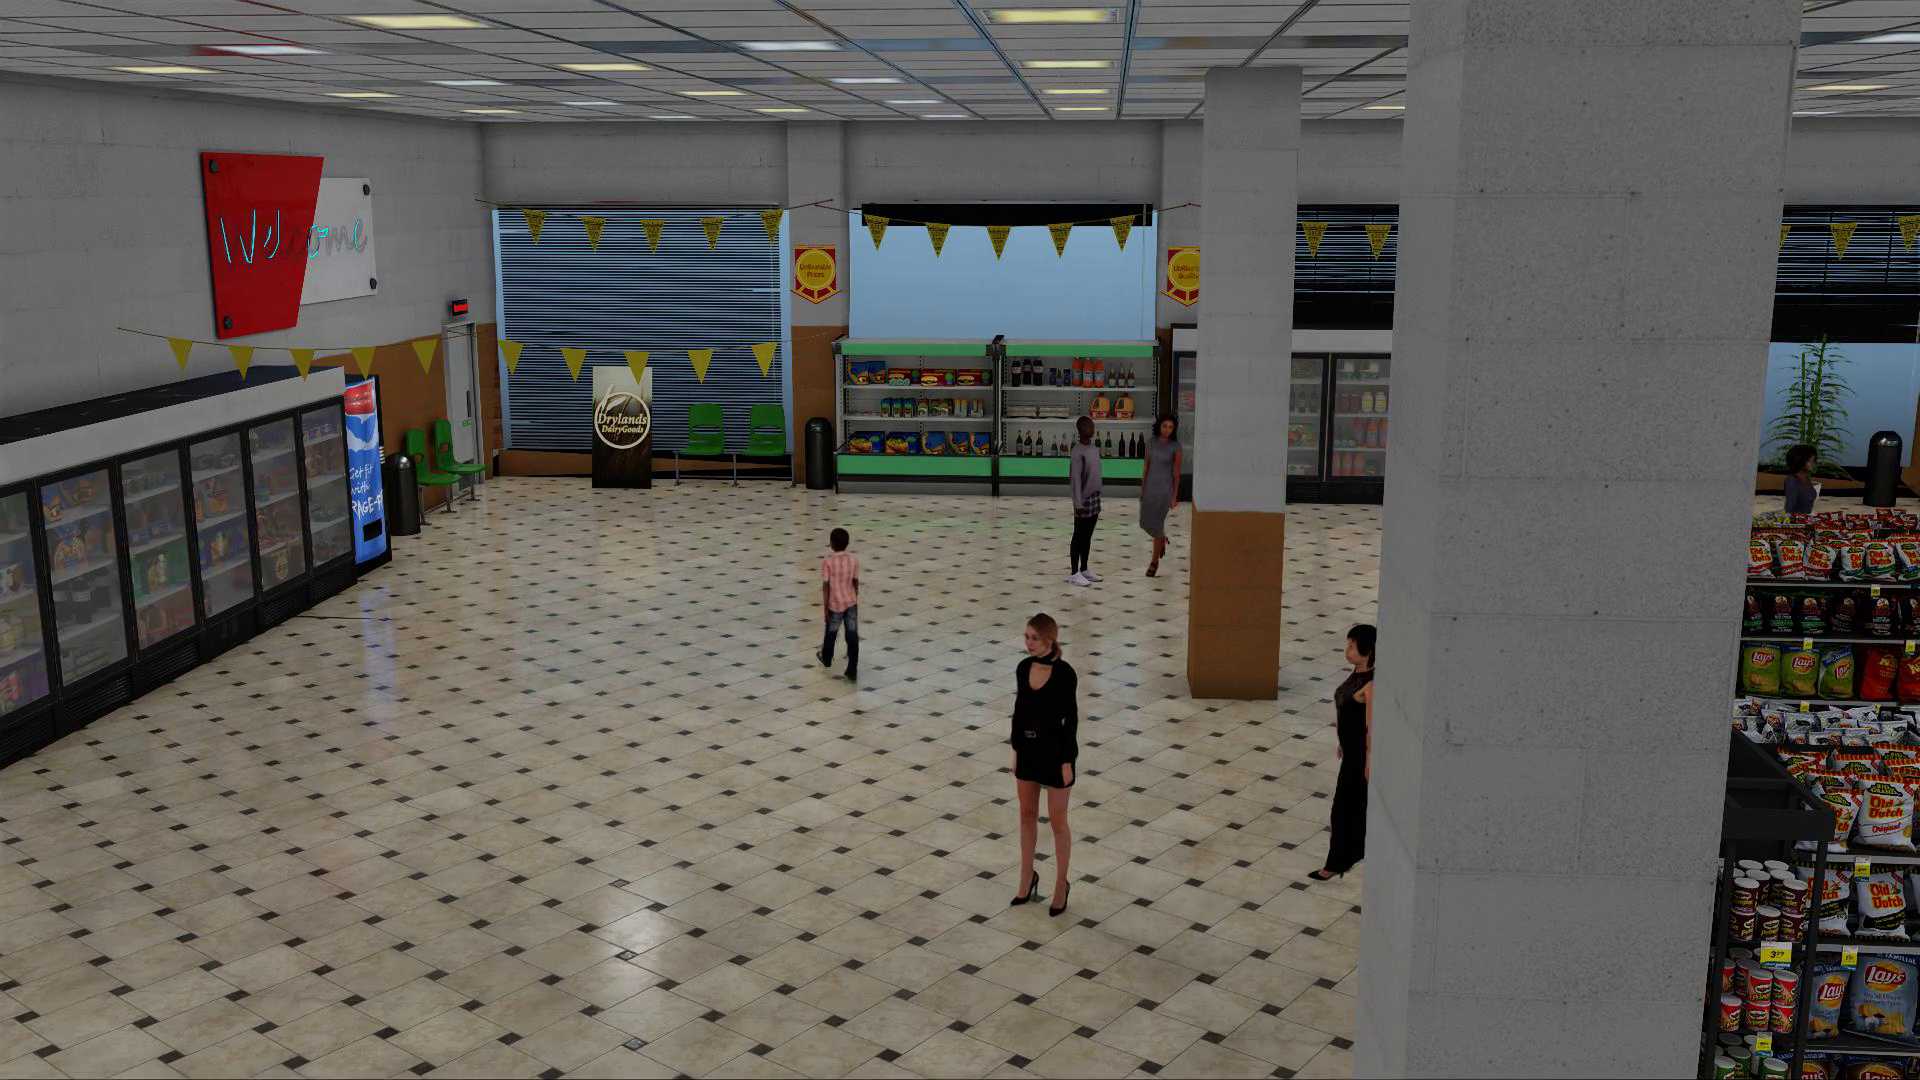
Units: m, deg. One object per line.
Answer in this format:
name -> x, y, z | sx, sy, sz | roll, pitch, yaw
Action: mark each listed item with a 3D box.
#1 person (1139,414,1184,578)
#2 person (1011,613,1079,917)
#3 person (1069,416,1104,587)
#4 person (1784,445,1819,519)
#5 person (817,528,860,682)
person -> 2.180, -0.481, 17.801 | 0.841, 1.757, 0.874 | 9, 15, 35
person -> 0.480, 1.266, 9.482 | 0.619, 1.767, 0.723 | 8, 14, 34
person -> 1.310, -0.424, 17.494 | 0.693, 1.772, 0.698 | 8, 14, 32
person -> 7.948, -0.071, 16.005 | 0.980, 1.695, 1.007 | -9, 15, -36
person -> -0.973, 0.565, 13.998 | 0.878, 1.277, 0.807 | -5, 13, -21
